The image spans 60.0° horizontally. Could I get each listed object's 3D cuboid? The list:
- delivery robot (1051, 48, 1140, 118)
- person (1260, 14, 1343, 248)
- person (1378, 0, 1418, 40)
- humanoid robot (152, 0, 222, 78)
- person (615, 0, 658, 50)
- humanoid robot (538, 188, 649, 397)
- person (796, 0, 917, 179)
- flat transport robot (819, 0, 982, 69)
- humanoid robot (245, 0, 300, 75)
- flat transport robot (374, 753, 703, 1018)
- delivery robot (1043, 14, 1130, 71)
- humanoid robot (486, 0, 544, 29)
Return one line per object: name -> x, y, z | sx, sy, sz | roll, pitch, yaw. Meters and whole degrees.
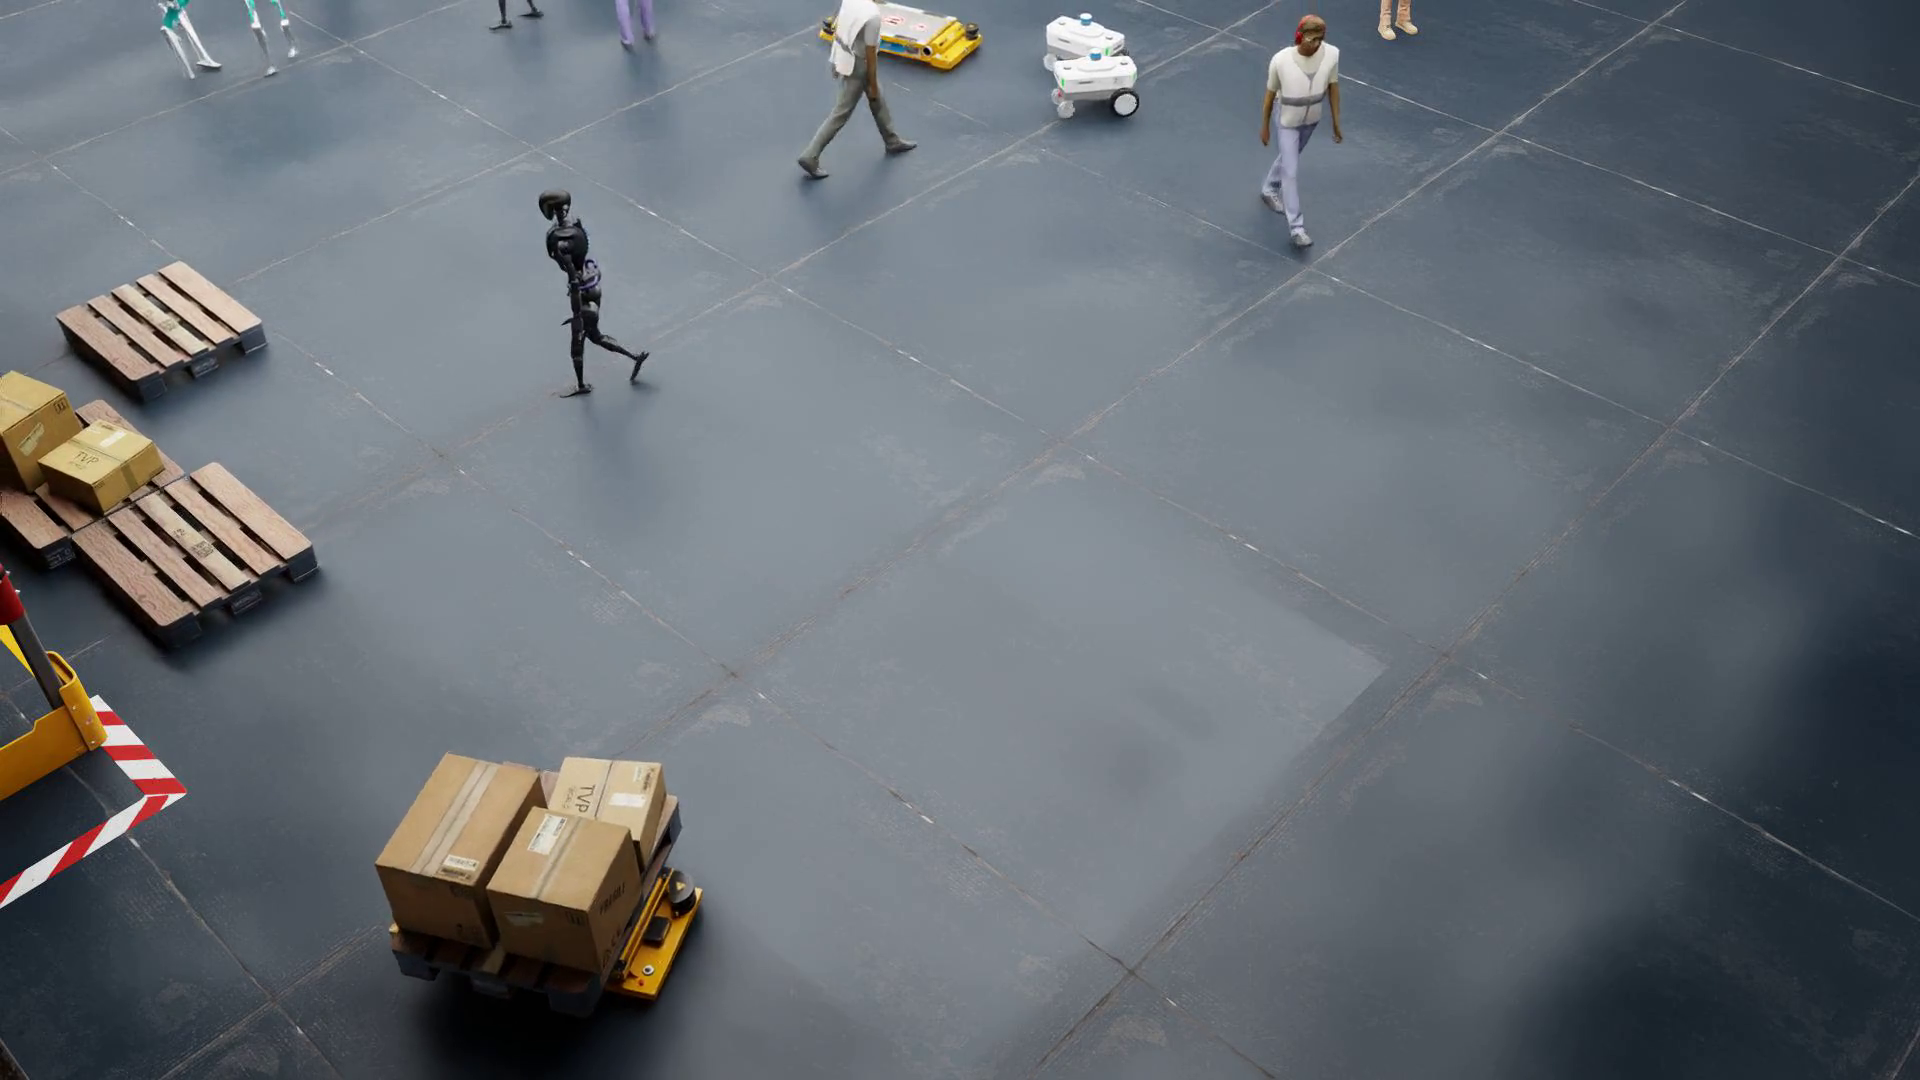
delivery robot -> 1.210, -4.104, 14.860 | 0.769, 0.577, 0.499 | -7, 42, -7
person -> 2.662, -3.235, 12.978 | 0.587, 1.791, 0.964 | -15, 44, -16
person -> 4.264, -5.600, 15.650 | 0.482, 1.740, 0.320 | -18, 45, -19
humanoid robot -> -7.151, -5.033, 15.042 | 0.671, 1.821, 0.537 | 16, 44, 17
person -> -3.120, -5.499, 15.473 | 0.566, 1.843, 0.443 | -8, 43, -8
humanoid robot -> -2.539, -1.695, 11.381 | 0.674, 1.631, 0.611 | -7, 42, -7
person -> -0.894, -3.892, 13.743 | 1.090, 1.759, 0.597 | -15, 44, -16
flat transport robot -> -0.572, -4.862, 15.930 | 1.431, 0.231, 0.659 | 19, 45, 20
humanoid robot -> -6.428, -5.114, 15.135 | 0.530, 1.796, 0.805 | -17, 45, -18
flat transport robot -> -2.098, 1.870, 8.448 | 1.431, 0.231, 0.659 | 10, 43, 11
delivery robot -> 1.174, -4.547, 15.380 | 0.808, 0.614, 0.499 | 26, 48, 26
humanoid robot -> -4.378, -5.720, 15.847 | 0.562, 1.638, 0.615 | -9, 43, -9
